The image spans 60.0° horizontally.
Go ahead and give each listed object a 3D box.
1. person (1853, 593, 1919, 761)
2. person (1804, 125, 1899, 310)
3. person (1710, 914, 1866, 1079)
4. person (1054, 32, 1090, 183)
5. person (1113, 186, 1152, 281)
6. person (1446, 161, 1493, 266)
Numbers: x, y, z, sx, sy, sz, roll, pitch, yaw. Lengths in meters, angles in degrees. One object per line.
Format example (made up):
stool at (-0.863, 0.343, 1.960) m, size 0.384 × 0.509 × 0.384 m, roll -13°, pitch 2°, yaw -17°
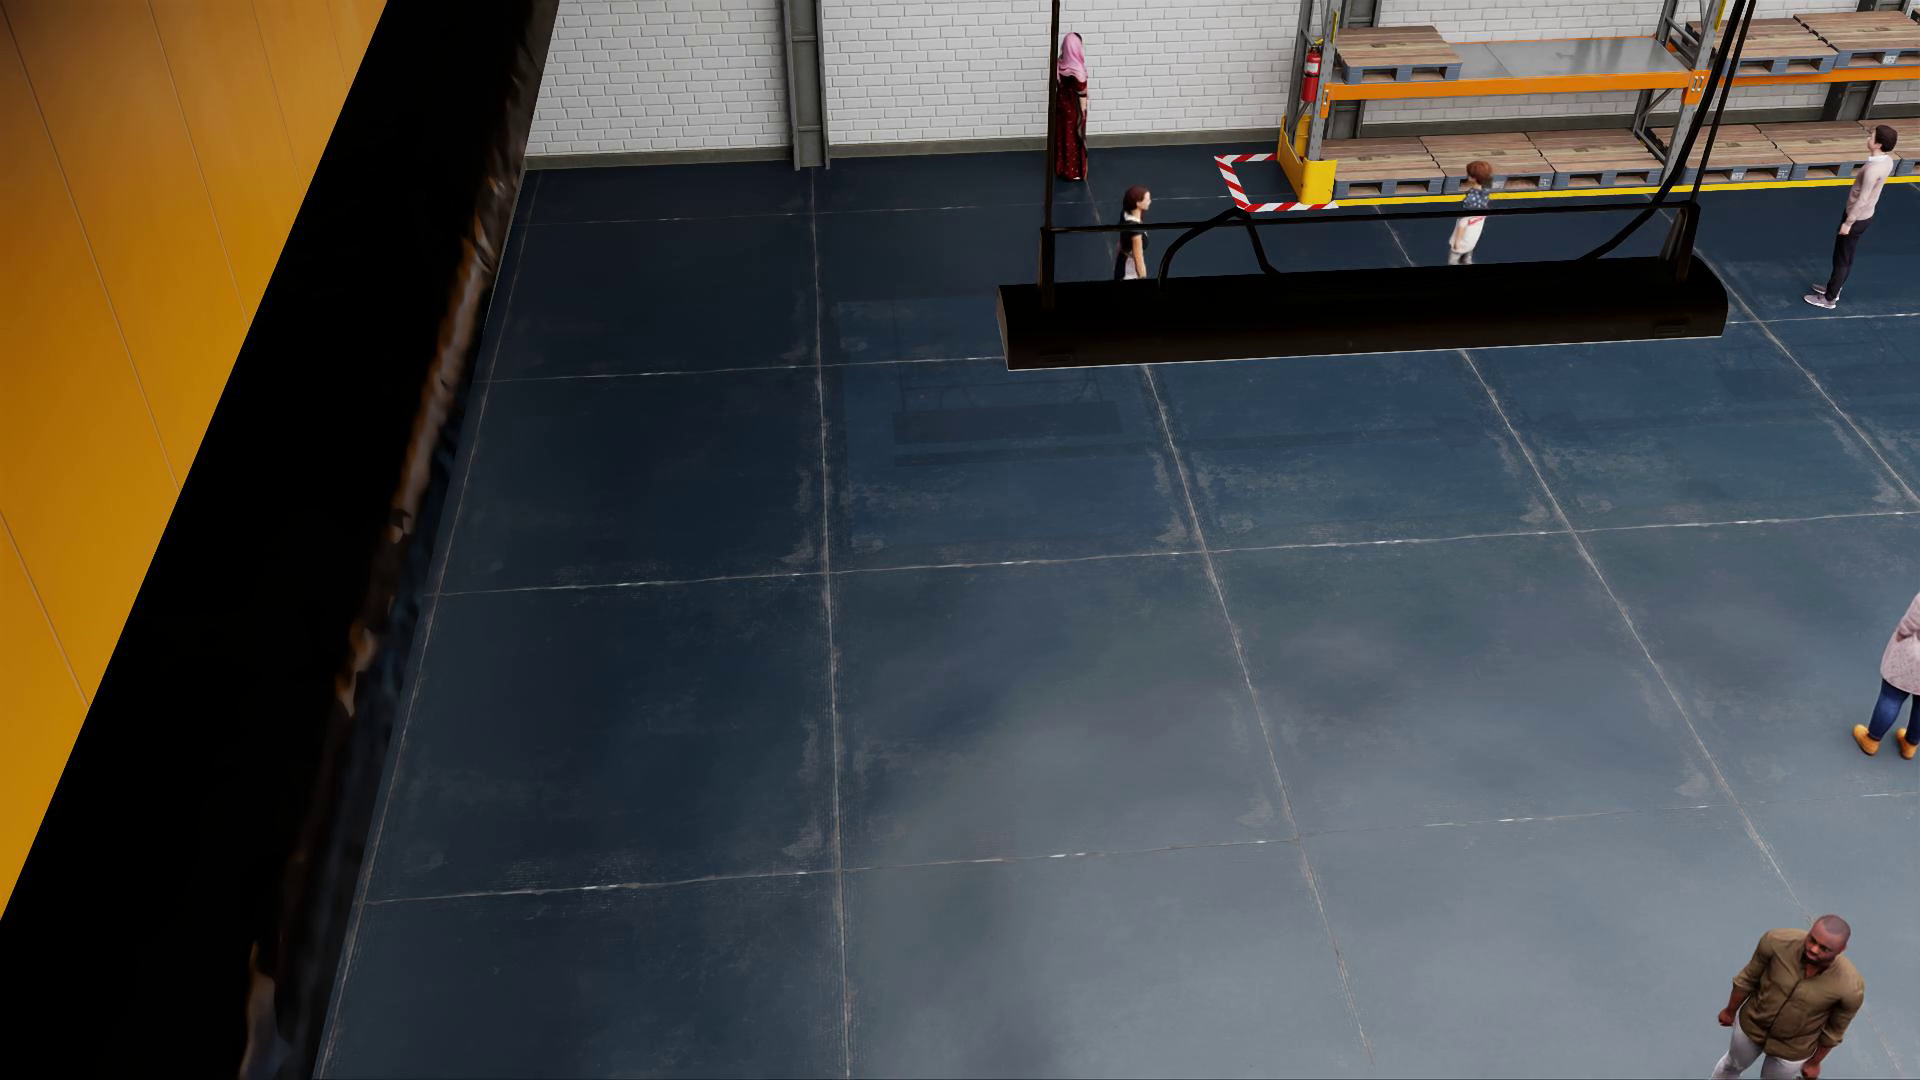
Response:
person at (6.413, 0.751, 10.985) m, size 0.638 × 1.742 × 0.800 m, roll 5°, pitch 39°, yaw 6°
person at (8.455, -3.053, 15.694) m, size 0.761 × 1.809 × 0.704 m, roll 27°, pitch 46°, yaw 30°
person at (4.256, 2.553, 8.662) m, size 0.795 × 1.825 × 0.829 m, roll 32°, pitch 48°, yaw 34°
person at (1.190, -4.644, 17.823) m, size 0.755 × 1.638 × 0.756 m, roll -21°, pitch 43°, yaw -24°
person at (1.408, -2.295, 14.791) m, size 1.118 × 1.751 × 0.624 m, roll -4°, pitch 39°, yaw -5°
person at (4.860, -2.944, 15.855) m, size 0.594 × 1.439 × 0.674 m, roll -28°, pitch 46°, yaw -30°
